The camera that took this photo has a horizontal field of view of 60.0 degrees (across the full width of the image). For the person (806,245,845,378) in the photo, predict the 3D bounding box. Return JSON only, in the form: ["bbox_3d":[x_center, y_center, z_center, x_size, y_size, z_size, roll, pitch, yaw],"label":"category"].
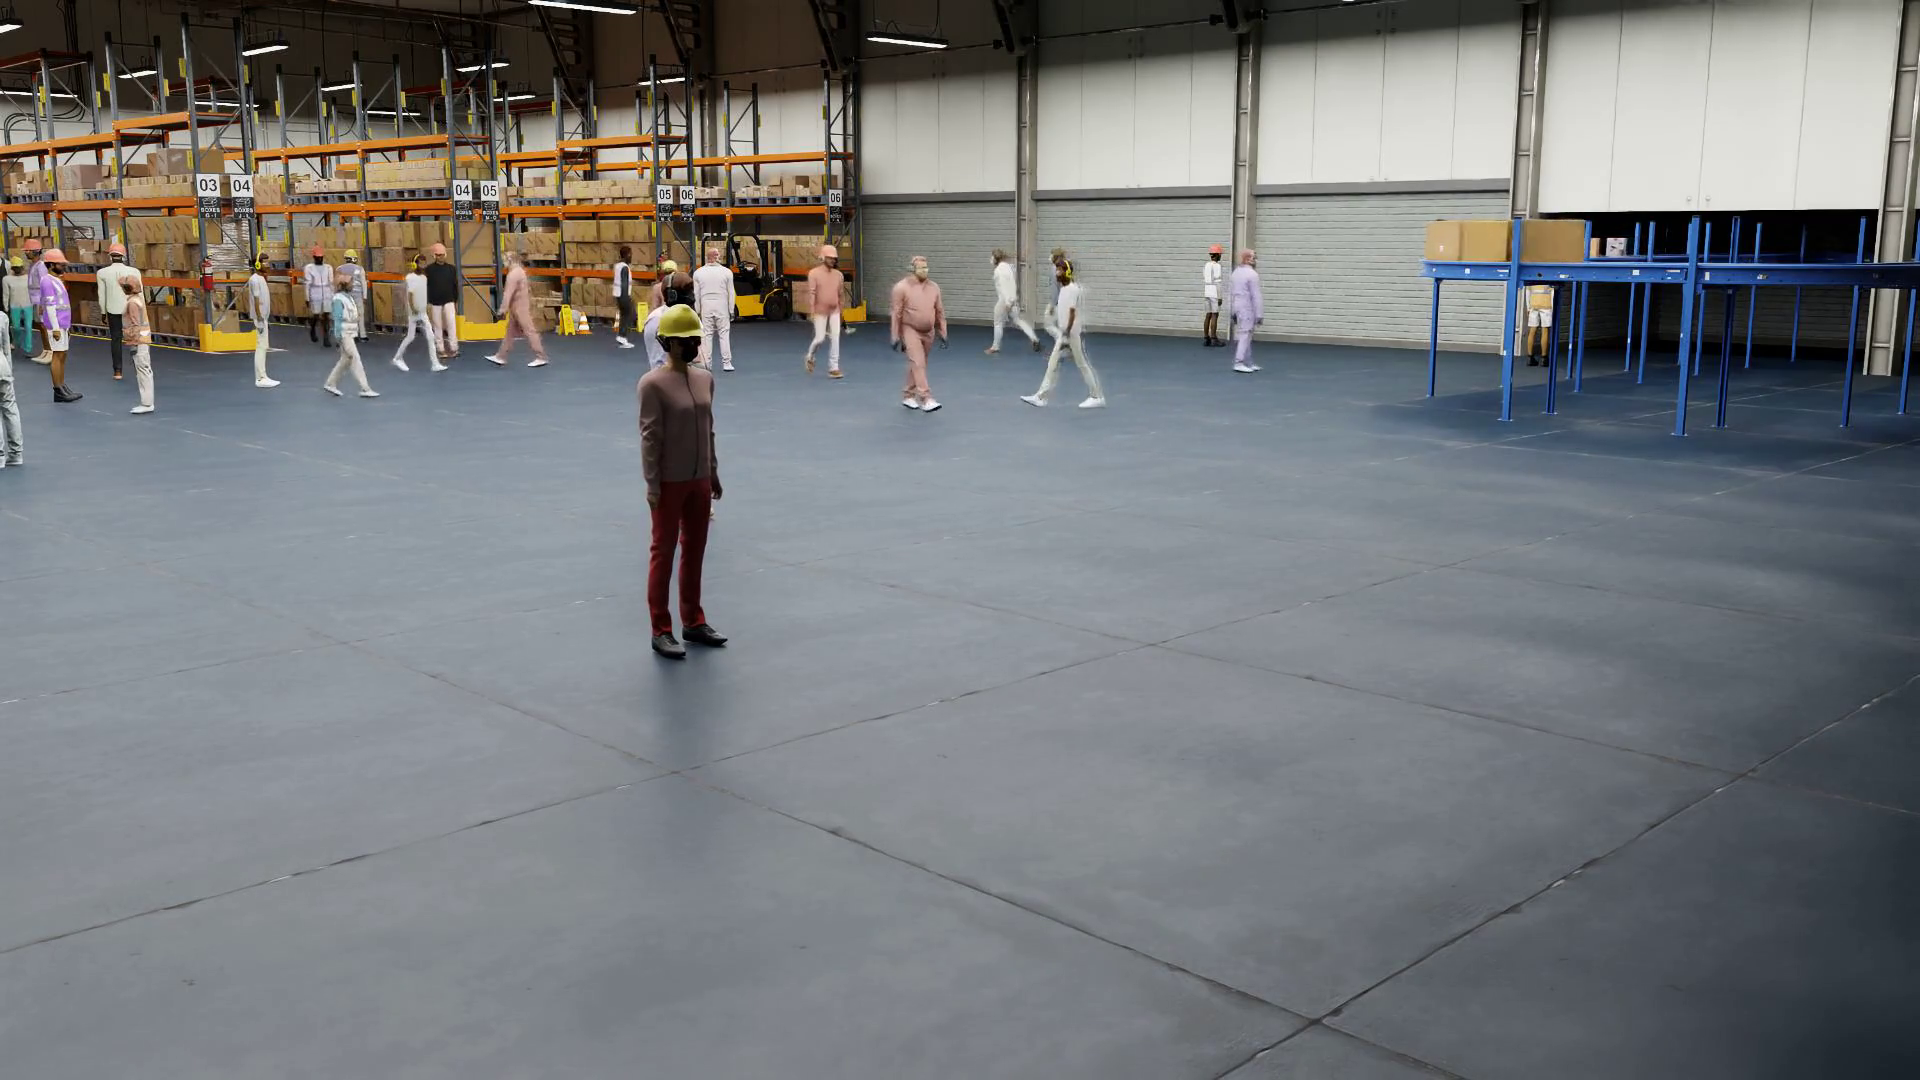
[{"bbox_3d":[-2.025,-3.423,24.878,0.628,1.971,0.677,-6,12,-32],"label":"person"}]

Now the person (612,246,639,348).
[{"bbox_3d":[-6.334,-4.594,31.468,0.454,1.903,0.591,-5,11,-24],"label":"person"}]

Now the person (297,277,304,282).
[{"bbox_3d":[-19.980,-8.122,50.730,0.607,1.894,1.016,5,11,25],"label":"person"}]

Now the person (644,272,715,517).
[{"bbox_3d":[-2.055,-1.049,12.287,0.429,1.846,0.625,4,11,19],"label":"person"}]

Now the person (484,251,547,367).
[{"bbox_3d":[-7.177,-3.710,26.783,1.017,1.838,0.664,-2,11,-8],"label":"person"}]

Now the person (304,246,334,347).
[{"bbox_3d":[-12.282,-4.673,31.875,0.547,1.916,0.656,-8,13,-35],"label":"person"}]

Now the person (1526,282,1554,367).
[{"bbox_3d":[9.454,-3.795,27.001,0.370,1.939,0.543,-8,13,-36],"label":"person"}]

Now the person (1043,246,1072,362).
[{"bbox_3d":[1.629,-3.933,27.798,0.450,1.922,0.651,5,11,23],"label":"person"}]

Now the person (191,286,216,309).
[{"bbox_3d":[-18.459,-6.221,40.580,0.599,1.812,0.708,-9,14,-40],"label":"person"}]

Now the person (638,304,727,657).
[{"bbox_3d":[-1.402,-0.308,8.460,0.312,1.767,0.533,7,12,32],"label":"person"}]

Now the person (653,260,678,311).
[{"bbox_3d":[-4.148,-3.165,24.103,0.529,1.750,0.591,2,11,10],"label":"person"}]

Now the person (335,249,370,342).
[{"bbox_3d":[-12.044,-4.839,32.998,0.589,1.827,0.404,0,10,0],"label":"person"}]

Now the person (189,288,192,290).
[{"bbox_3d":[-22.413,-7.591,48.350,0.322,1.699,0.535,-4,11,-23],"label":"person"}]

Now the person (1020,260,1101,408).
[{"bbox_3d":[1.292,-2.513,20.384,1.040,1.811,0.505,-4,11,-22],"label":"person"}]

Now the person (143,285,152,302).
[{"bbox_3d":[-21.018,-6.525,42.719,0.499,1.634,0.279,-8,13,-37],"label":"person"}]

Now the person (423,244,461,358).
[{"bbox_3d":[-8.883,-4.090,28.565,0.642,1.947,0.973,-6,12,-29],"label":"person"}]

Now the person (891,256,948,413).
[{"bbox_3d":[-0.466,-2.484,20.078,0.668,1.851,0.989,-7,13,-34],"label":"person"}]

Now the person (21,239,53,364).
[{"bbox_3d":[-15.240,-3.941,27.512,0.371,2.044,0.607,-9,13,-39],"label":"person"}]

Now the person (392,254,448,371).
[{"bbox_3d":[-8.535,-3.562,26.075,0.919,1.830,0.542,5,11,24],"label":"person"}]

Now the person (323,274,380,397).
[{"bbox_3d":[-8.063,-2.685,21.853,0.766,1.609,0.531,0,10,-2],"label":"person"}]

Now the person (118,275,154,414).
[{"bbox_3d":[-9.816,-2.334,19.853,0.312,1.638,0.512,-4,11,-19],"label":"person"}]

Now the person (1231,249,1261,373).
[{"bbox_3d":[4.494,-3.568,25.908,0.474,1.907,0.666,-4,11,-20],"label":"person"}]

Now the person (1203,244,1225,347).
[{"bbox_3d":[4.864,-4.681,31.826,0.349,1.942,0.543,-4,11,-21],"label":"person"}]

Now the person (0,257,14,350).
[{"bbox_3d":[-17.806,-4.503,30.697,0.674,2.000,0.537,-8,13,-37],"label":"person"}]

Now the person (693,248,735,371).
[{"bbox_3d":[-3.828,-3.591,25.987,0.643,1.905,0.400,0,10,2],"label":"person"}]

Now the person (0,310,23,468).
[{"bbox_3d":[-8.870,-1.528,15.179,0.313,1.741,0.487,3,11,14],"label":"person"}]

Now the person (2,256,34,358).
[{"bbox_3d":[-16.322,-4.048,28.914,0.522,1.749,0.406,-6,12,-29],"label":"person"}]

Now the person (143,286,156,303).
[{"bbox_3d":[-21.848,-7.061,44.522,0.381,2.045,0.605,6,12,32],"label":"person"}]

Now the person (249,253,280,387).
[{"bbox_3d":[-9.814,-3.098,23.402,0.310,1.864,0.533,-3,11,-14],"label":"person"}]

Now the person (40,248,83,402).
[{"bbox_3d":[-11.537,-2.753,21.312,0.351,1.941,0.545,-3,11,-17],"label":"person"}]

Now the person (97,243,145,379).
[{"bbox_3d":[-12.413,-3.393,24.655,0.620,1.994,0.381,-5,11,-24],"label":"person"}]

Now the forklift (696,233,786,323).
[{"bbox_3d":[-5.496,-6.489,41.108,2.313,2.155,1.214,-10,14,-44],"label":"forklift"}]

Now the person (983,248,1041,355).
[{"bbox_3d":[0.930,-4.218,29.471,0.980,1.892,0.658,4,11,21],"label":"person"}]

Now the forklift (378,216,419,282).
[{"bbox_3d":[-17.868,-9.201,54.028,1.873,2.768,1.129,-10,14,-44],"label":"forklift"}]

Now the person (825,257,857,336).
[{"bbox_3d":[-2.595,-5.110,34.907,0.835,1.652,0.557,-6,12,-28],"label":"person"}]
